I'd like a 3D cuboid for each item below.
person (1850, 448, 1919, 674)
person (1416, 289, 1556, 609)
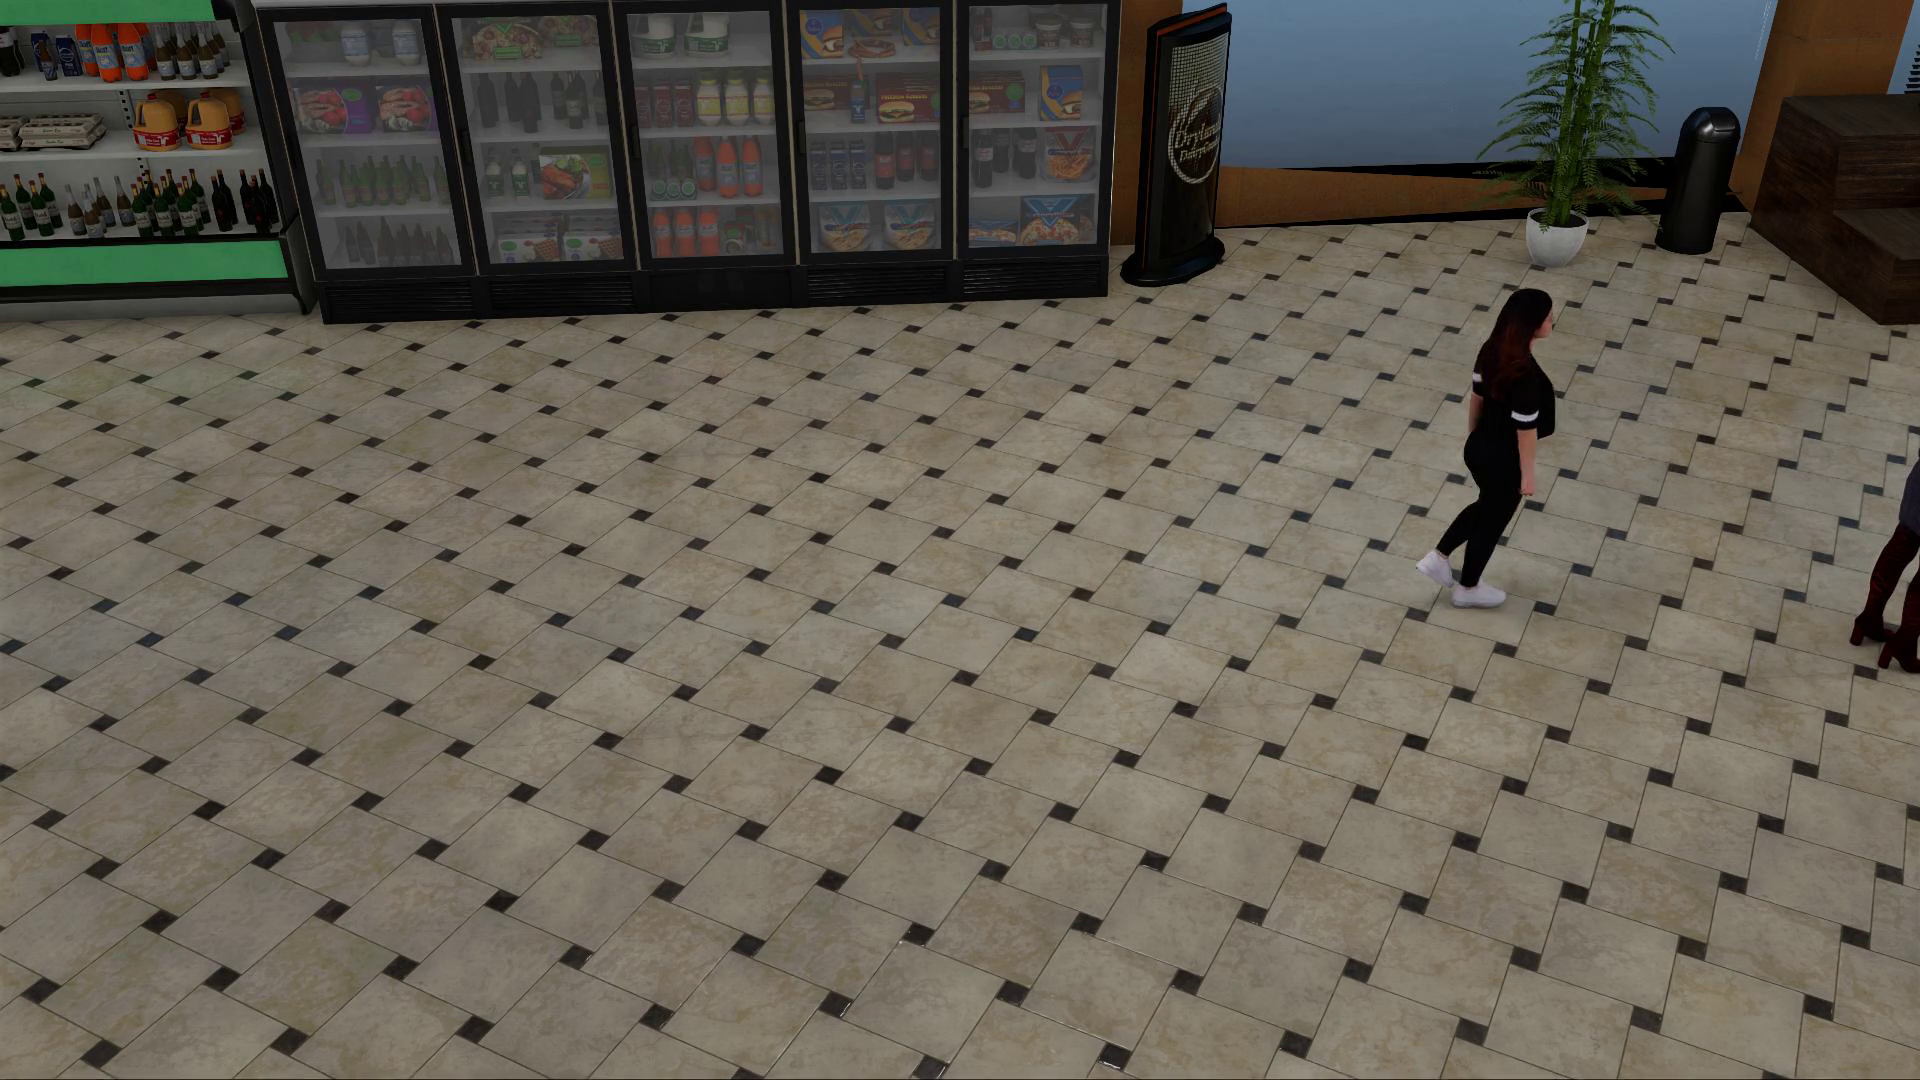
[{"bbox_3d":[4.268,-0.212,7.205,0.512,1.708,0.598,-4,32,-7],"label":"person"},{"bbox_3d":[2.369,-0.369,7.533,0.675,1.628,0.589,-3,32,-5],"label":"person"}]
